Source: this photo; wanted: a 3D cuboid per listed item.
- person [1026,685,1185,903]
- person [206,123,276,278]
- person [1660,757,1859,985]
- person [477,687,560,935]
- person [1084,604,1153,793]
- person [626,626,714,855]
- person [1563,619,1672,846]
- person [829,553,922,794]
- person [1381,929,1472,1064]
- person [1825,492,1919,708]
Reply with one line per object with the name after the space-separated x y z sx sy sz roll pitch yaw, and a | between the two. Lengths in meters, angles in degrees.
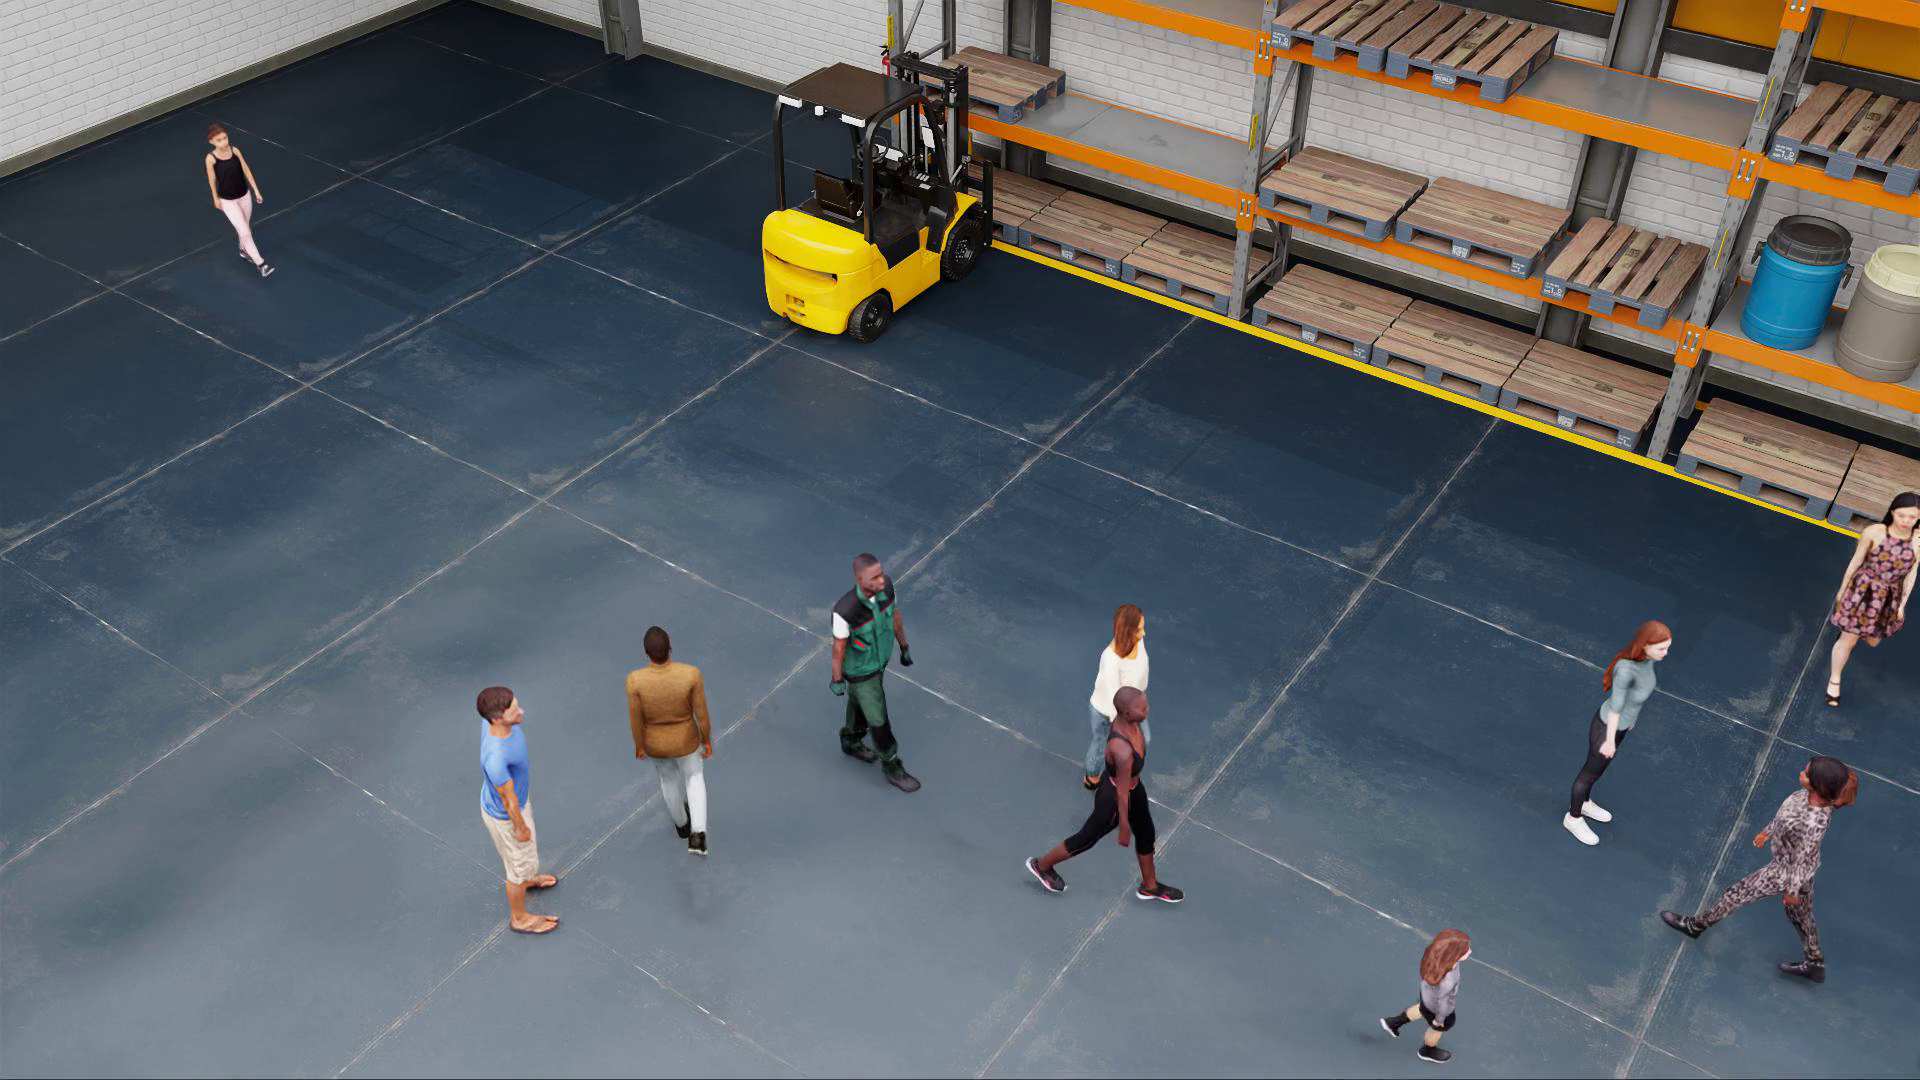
0.836 1.545 9.953 1.298 1.718 0.962 8 39 10 | person
-7.104 -3.340 16.233 1.040 1.515 0.590 28 46 31 | person
4.834 1.926 9.521 1.166 1.661 0.604 23 44 26 | person
-2.674 1.558 9.827 0.808 1.854 0.745 -7 39 -8 | person
0.933 1.023 10.645 0.612 1.670 0.629 26 45 29 | person
-1.765 1.282 10.215 0.950 1.802 1.021 -8 39 -9 | person
4.092 1.166 10.407 0.551 1.744 0.589 27 46 30 | person
-0.681 0.777 10.837 0.943 1.815 0.697 24 44 27 | person
2.610 2.510 9.242 0.717 1.097 0.617 6 39 7 | person
6.241 0.361 11.404 0.895 1.758 0.855 11 40 13 | person
